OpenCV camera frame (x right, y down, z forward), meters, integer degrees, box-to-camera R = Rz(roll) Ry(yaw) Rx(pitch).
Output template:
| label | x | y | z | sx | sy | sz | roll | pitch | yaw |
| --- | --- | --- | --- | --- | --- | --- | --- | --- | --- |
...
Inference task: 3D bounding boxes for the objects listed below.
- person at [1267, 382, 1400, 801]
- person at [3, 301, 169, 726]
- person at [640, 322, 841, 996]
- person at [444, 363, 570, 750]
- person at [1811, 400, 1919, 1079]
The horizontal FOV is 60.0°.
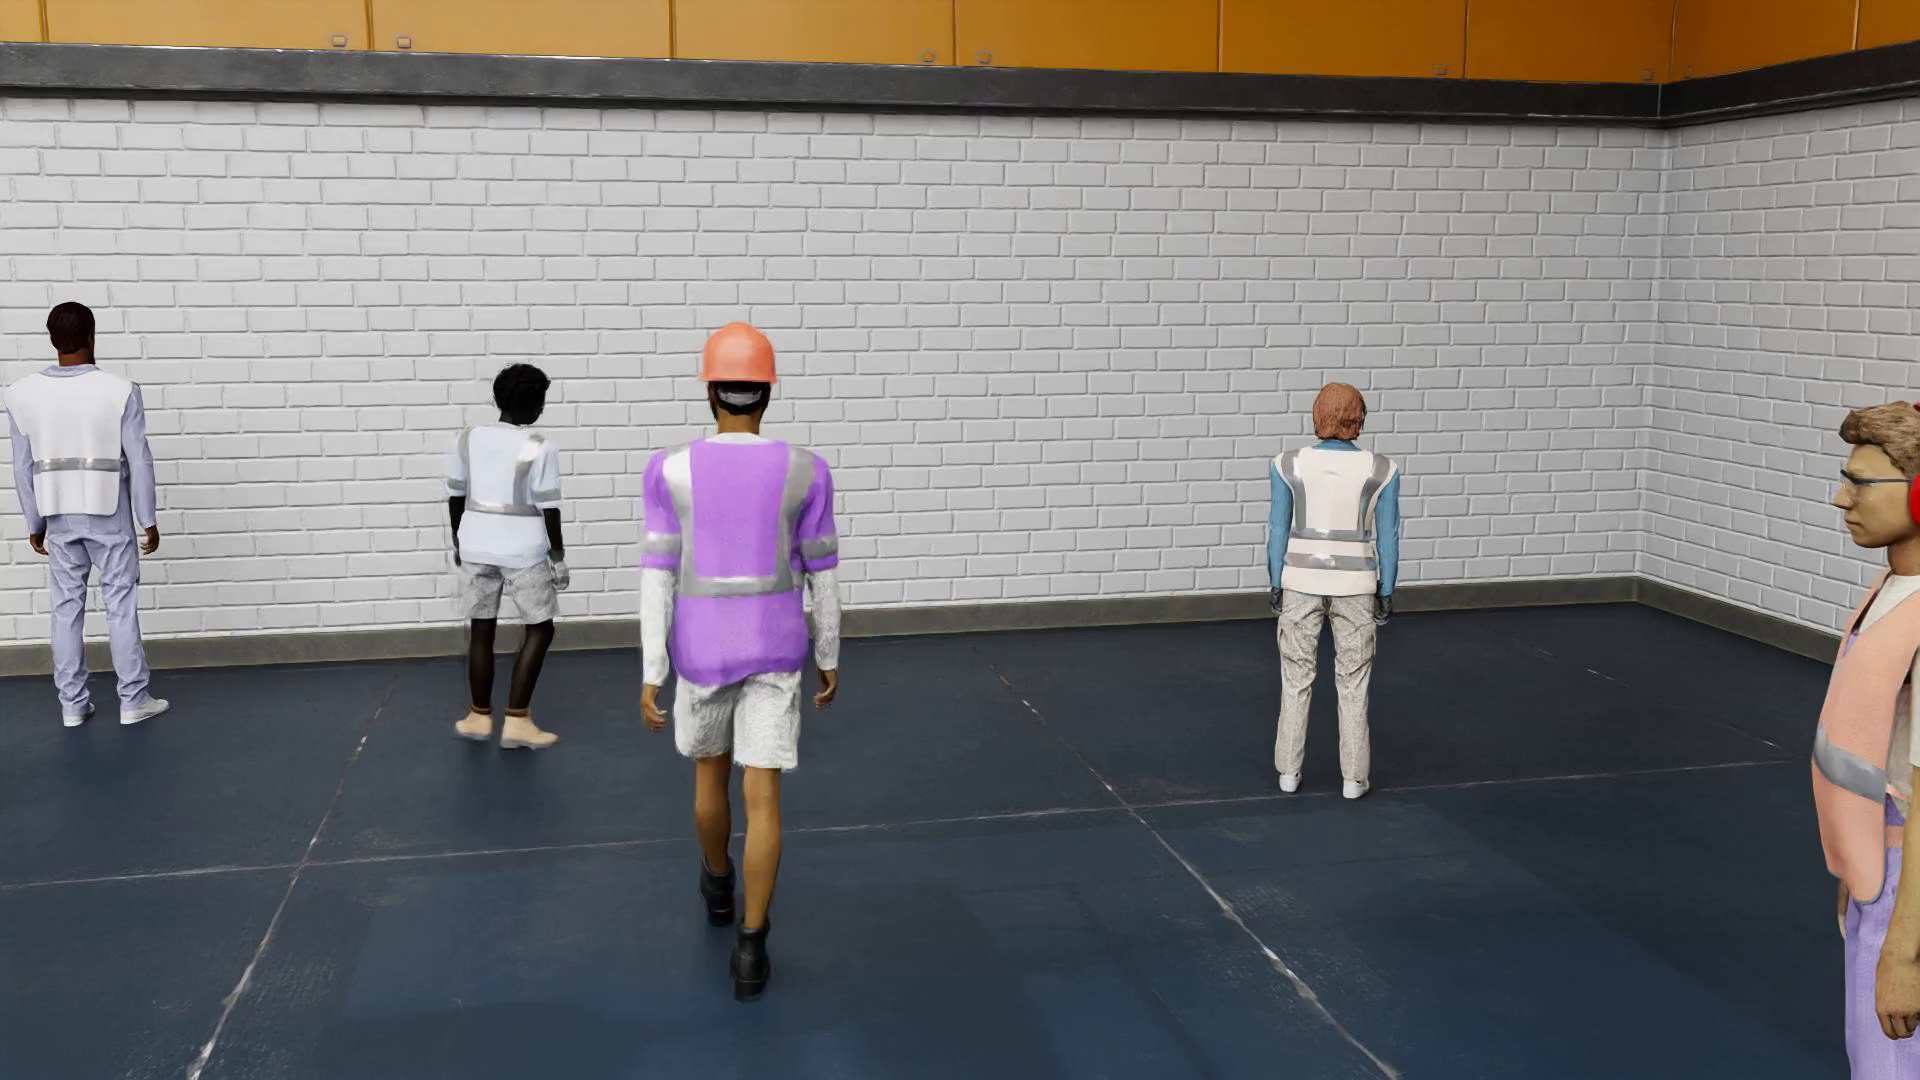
| label | x | y | z | sx | sy | sz | roll | pitch | yaw |
| --- | --- | --- | --- | --- | --- | --- | --- | --- | --- |
| person | 1.448 | 0.203 | 6.495 | 0.508 | 1.629 | 0.317 | 2 | 10 | 14 |
| person | -3.932 | -0.107 | 7.500 | 0.593 | 1.921 | 0.391 | -1 | 9 | -7 |
| person | -0.650 | 0.309 | 4.997 | 0.577 | 1.901 | 0.917 | -1 | 9 | -5 |
| person | -1.992 | 0.076 | 7.183 | 0.658 | 1.668 | 0.312 | 2 | 10 | 14 |
| person | 1.762 | 0.664 | 3.071 | 0.389 | 1.837 | 0.560 | 4 | 10 | 24 |
